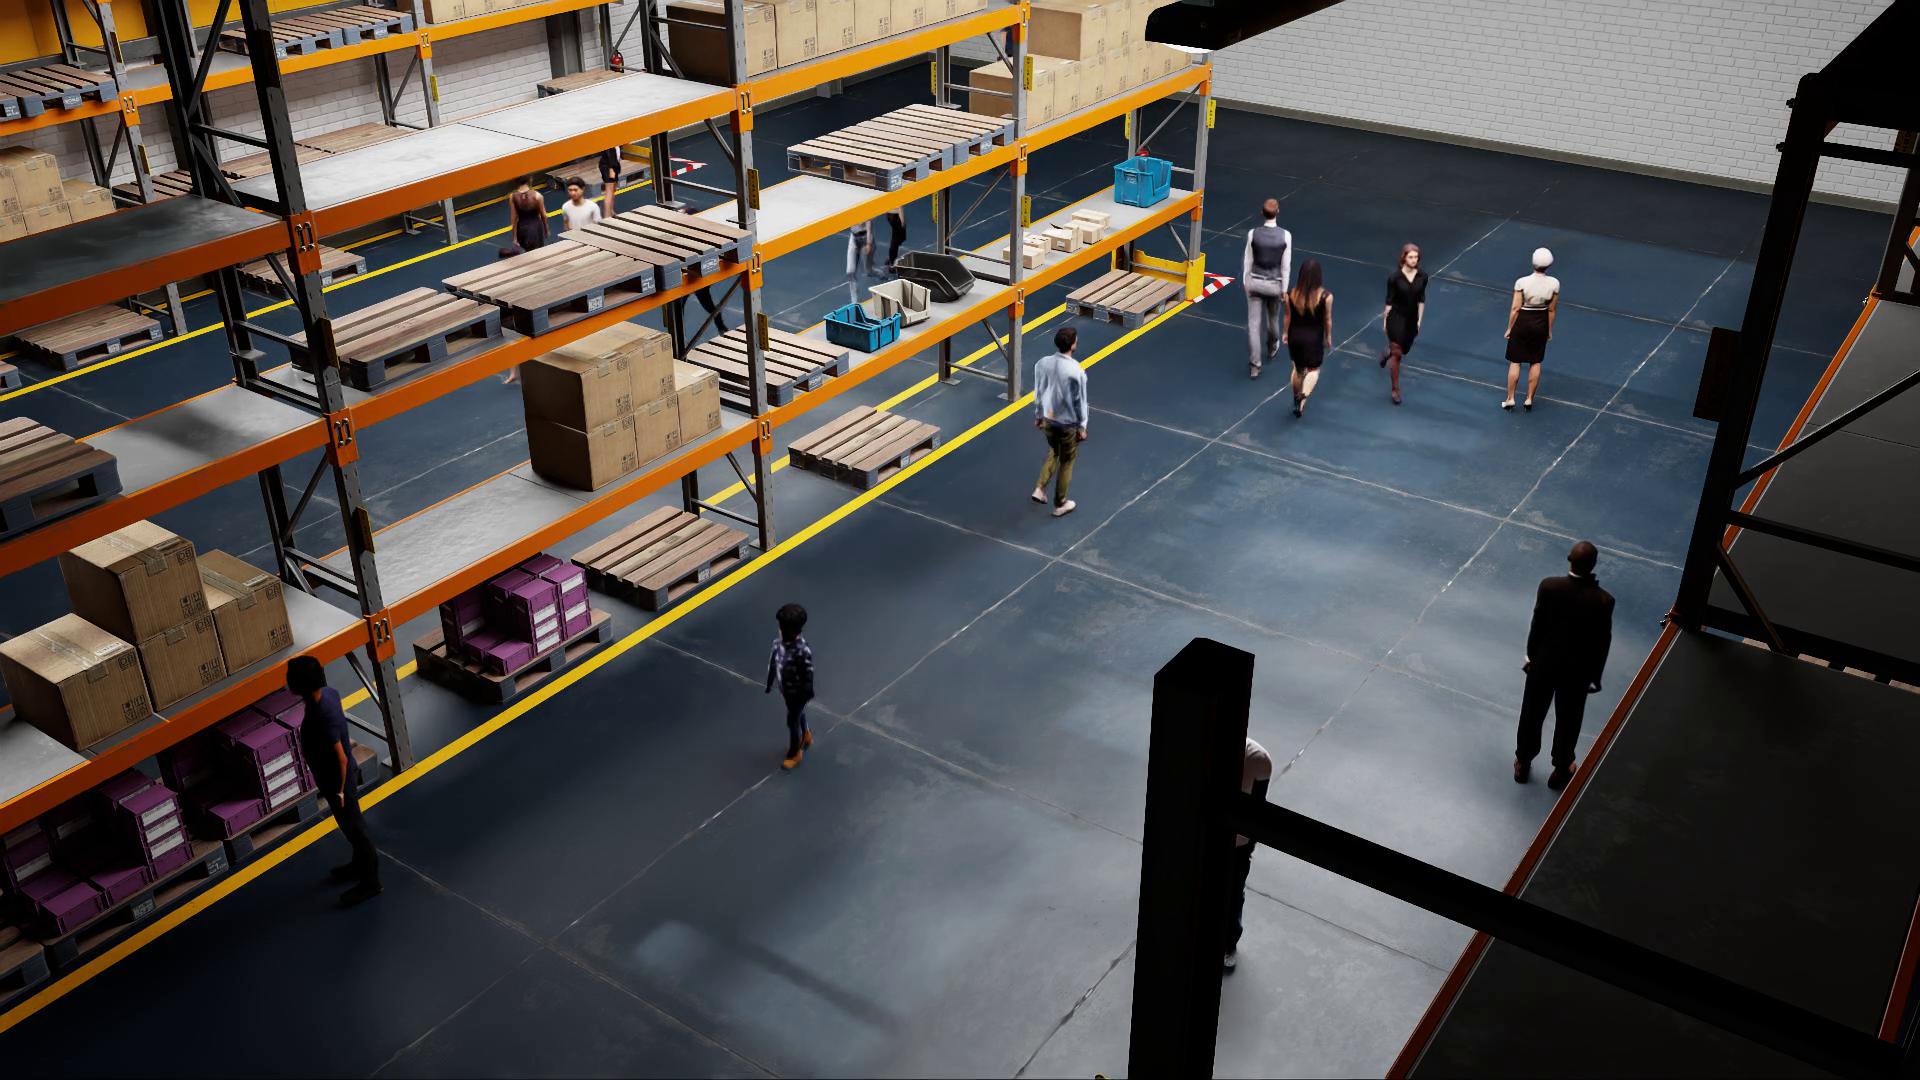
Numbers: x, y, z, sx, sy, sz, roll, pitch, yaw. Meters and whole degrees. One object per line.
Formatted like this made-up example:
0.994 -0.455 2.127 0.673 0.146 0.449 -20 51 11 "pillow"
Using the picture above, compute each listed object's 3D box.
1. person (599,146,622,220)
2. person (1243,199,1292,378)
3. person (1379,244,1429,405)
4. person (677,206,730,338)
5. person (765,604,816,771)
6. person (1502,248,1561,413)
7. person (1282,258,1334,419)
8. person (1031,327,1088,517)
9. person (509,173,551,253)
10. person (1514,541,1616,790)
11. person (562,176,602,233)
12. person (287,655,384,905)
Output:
-4.807 -5.119 22.756 0.682 1.553 0.606 1 29 1 "person"
3.275 -2.689 17.934 0.917 1.905 1.218 8 30 15 "person"
4.610 -2.311 17.471 0.962 1.684 1.024 -4 29 -8 "person"
-2.896 -2.878 18.530 1.112 1.666 0.740 -23 36 -36 "person"
-1.151 0.993 11.884 0.523 1.234 0.643 23 36 36 "person"
5.858 -2.148 17.098 0.710 1.756 0.698 3 29 6 "person"
3.509 -1.992 16.873 0.758 1.697 0.933 11 31 20 "person"
0.865 -1.034 15.007 0.736 1.802 0.758 25 38 38 "person"
-5.156 -3.600 19.895 0.906 1.626 1.203 3 29 5 "person"
4.145 0.852 11.442 0.708 1.905 0.640 15 32 25 "person"
-4.371 -3.453 19.571 0.982 1.678 1.183 3 29 5 "person"
-3.905 1.474 10.422 0.697 1.790 0.712 -14 31 -23 "person"
